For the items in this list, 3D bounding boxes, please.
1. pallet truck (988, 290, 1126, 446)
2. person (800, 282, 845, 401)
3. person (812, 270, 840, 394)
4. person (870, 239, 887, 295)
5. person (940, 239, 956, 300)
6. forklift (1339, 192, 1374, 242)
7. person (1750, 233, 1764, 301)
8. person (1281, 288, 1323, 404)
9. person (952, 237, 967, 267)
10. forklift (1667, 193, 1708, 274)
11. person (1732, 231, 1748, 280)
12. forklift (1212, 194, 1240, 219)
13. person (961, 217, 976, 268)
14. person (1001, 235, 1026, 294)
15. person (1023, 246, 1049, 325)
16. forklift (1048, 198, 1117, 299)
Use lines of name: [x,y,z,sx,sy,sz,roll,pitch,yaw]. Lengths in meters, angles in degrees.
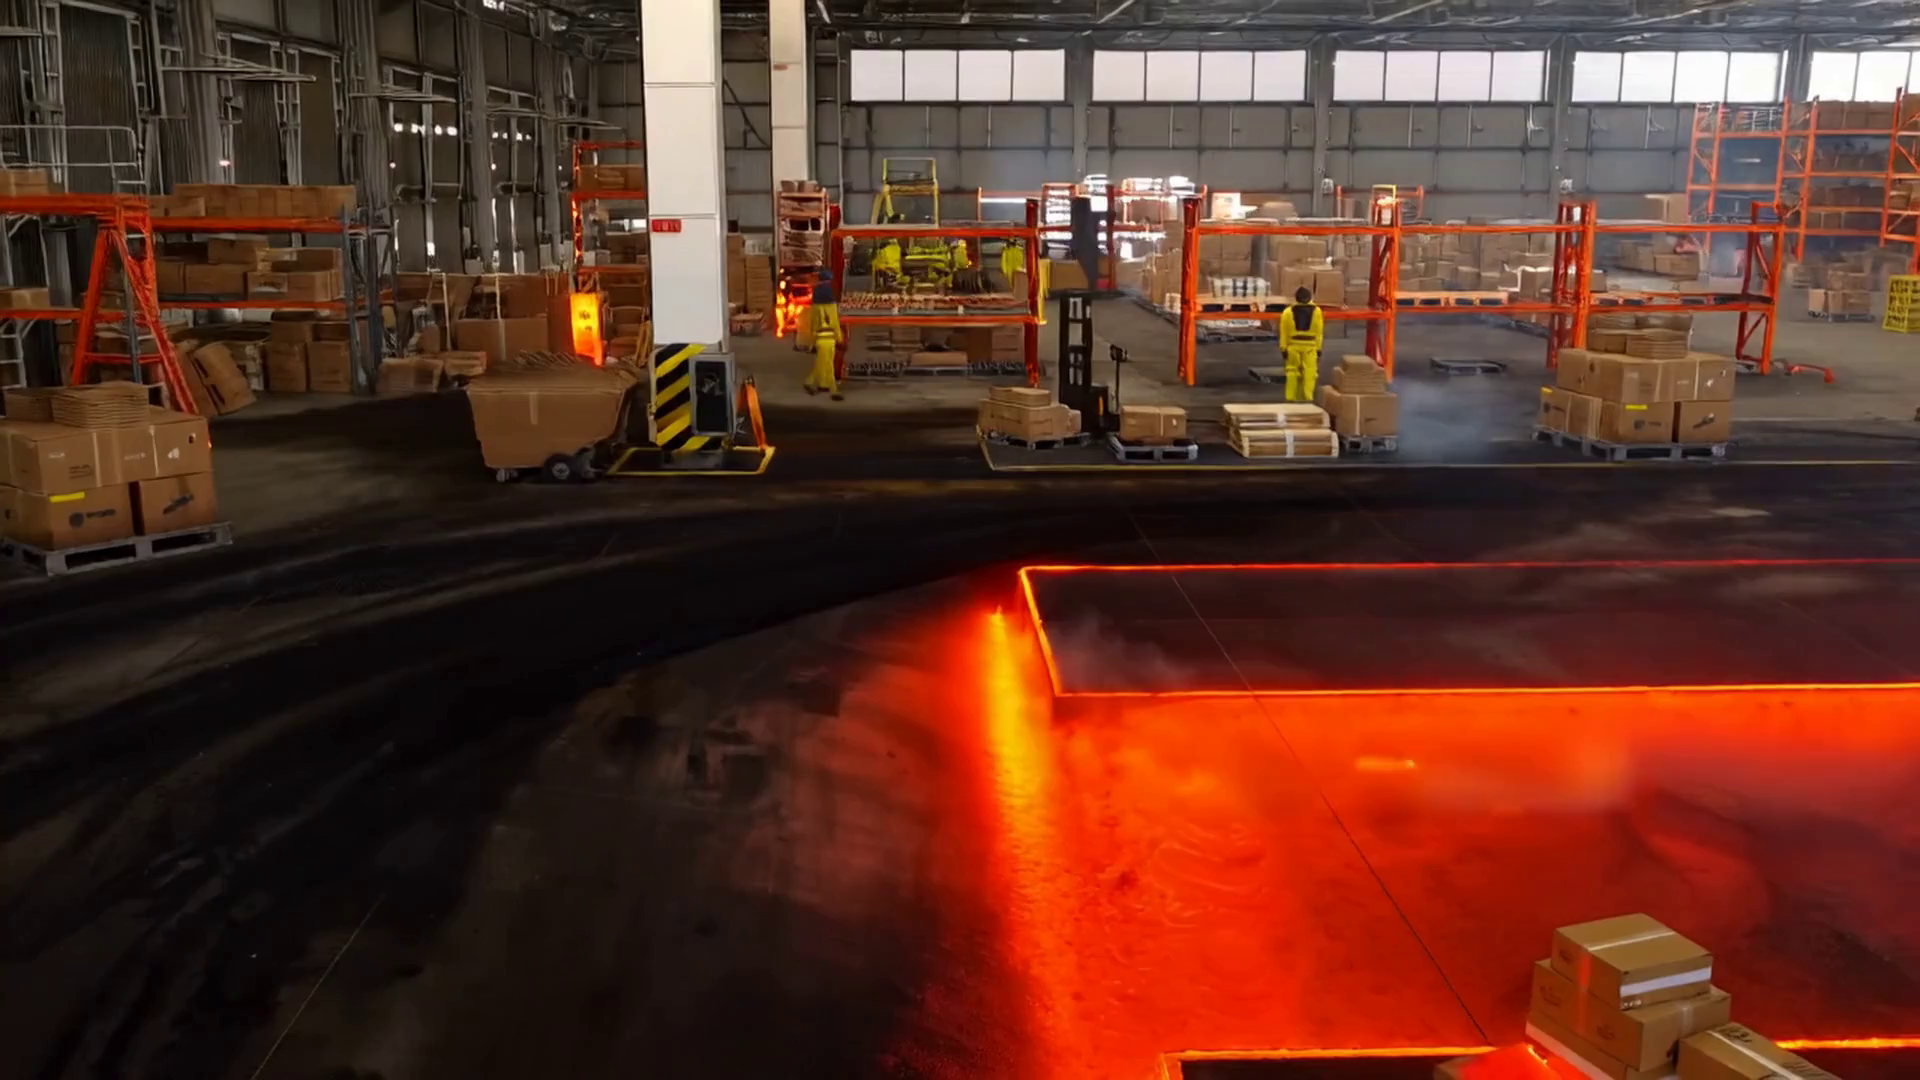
pallet truck: [1.257,-2.299,22.111,1.885,1.965,0.823,-9,15,-35]
person: [-2.197,-3.129,26.190,0.850,1.860,0.573,6,14,26]
person: [-2.187,-3.379,26.993,0.391,1.992,0.623,-6,14,-26]
person: [-2.362,-7.913,48.270,0.514,1.642,0.310,2,13,7]
person: [-0.313,-6.879,43.155,0.528,1.830,0.474,-11,16,-40]
forklift: [14.643,-11.371,61.061,1.129,2.768,1.873,0,12,-2]
person: [21.726,-7.406,45.359,0.392,1.915,0.590,8,15,31]
person: [5.134,-2.865,25.023,0.625,1.844,0.429,1,13,5]
person: [-0.016,-7.678,46.976,0.493,1.743,0.301,-6,14,-27]
forklift: [24.685,-10.524,57.235,1.873,2.768,1.129,11,17,42]
person: [26.123,-9.656,55.389,0.477,1.965,0.669,10,16,39]
forklift: [8.913,-10.261,56.048,1.129,2.768,1.873,-6,14,-26]
person: [0.324,-10.802,60.686,0.585,1.914,0.569,4,13,18]
person: [1.452,-7.208,44.476,0.646,1.913,0.779,-2,13,-9]
person: [1.774,-6.004,39.085,0.657,1.885,0.923,11,17,41]
forklift: [3.448,-8.208,46.778,1.873,2.768,1.129,0,12,-2]
